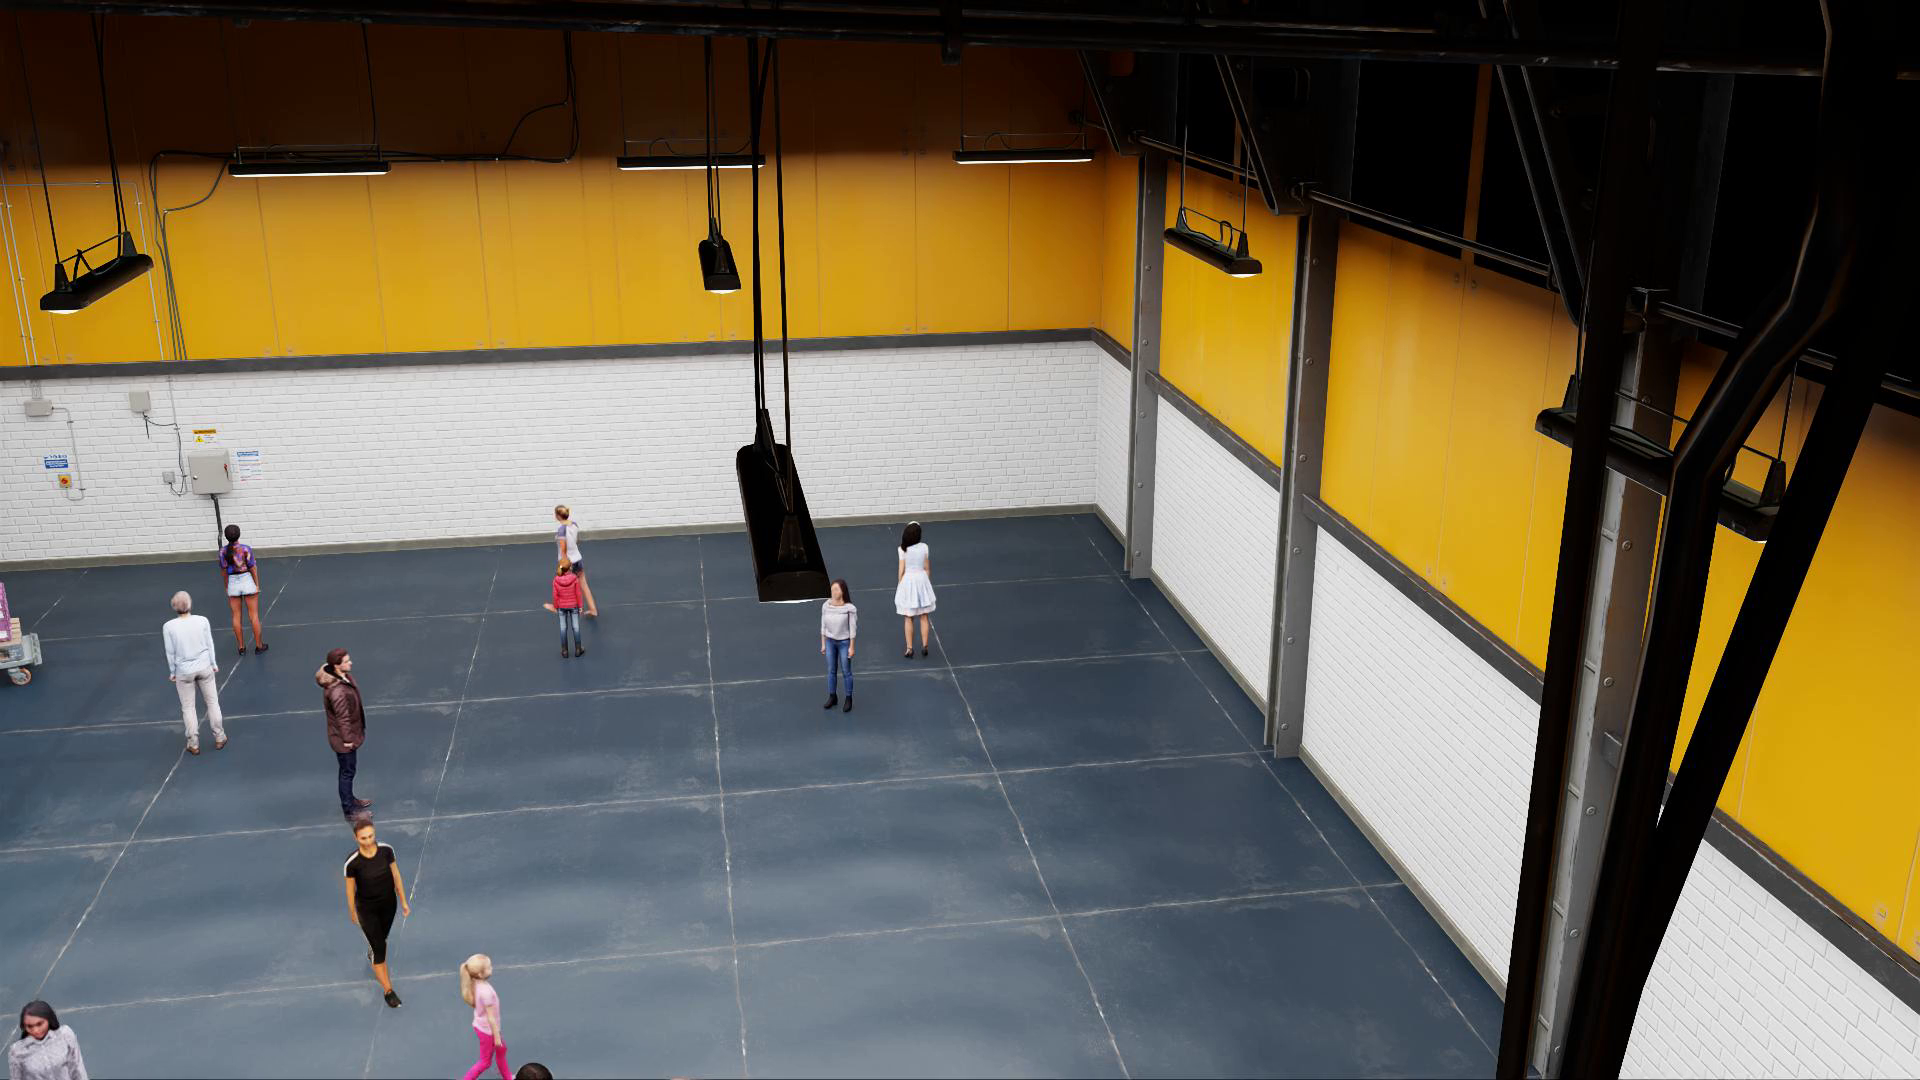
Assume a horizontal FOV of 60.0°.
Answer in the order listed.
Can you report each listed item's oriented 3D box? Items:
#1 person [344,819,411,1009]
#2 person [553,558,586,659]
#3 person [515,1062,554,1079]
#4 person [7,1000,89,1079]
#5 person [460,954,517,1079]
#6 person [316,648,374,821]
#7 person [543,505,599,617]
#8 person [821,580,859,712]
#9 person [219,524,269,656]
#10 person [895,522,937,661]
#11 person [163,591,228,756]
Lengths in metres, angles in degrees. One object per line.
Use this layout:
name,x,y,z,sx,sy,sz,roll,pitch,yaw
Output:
person,-5.012,3.088,14.187,0.975,1.636,1.155,-17,25,-41
person,-5.025,0.859,21.307,0.512,1.317,0.471,-3,19,-8
person,-2.692,4.159,10.684,0.797,1.841,0.750,15,24,37
person,-6.318,3.916,11.607,0.733,1.714,0.785,-10,21,-27
person,-3.689,3.767,12.770,0.749,1.254,0.878,-11,21,-28
person,-6.347,1.977,17.156,0.842,1.847,0.639,-6,19,-17
person,-5.207,0.334,22.476,1.061,1.566,1.080,10,21,27
person,-1.434,1.232,19.699,0.680,1.636,0.686,7,20,20
person,-9.225,0.622,21.344,0.583,1.743,0.499,-3,19,-9
person,-0.573,0.641,21.166,0.694,1.819,0.714,-4,19,-12
person,-8.561,1.469,18.591,0.730,1.894,0.698,-10,21,-28
